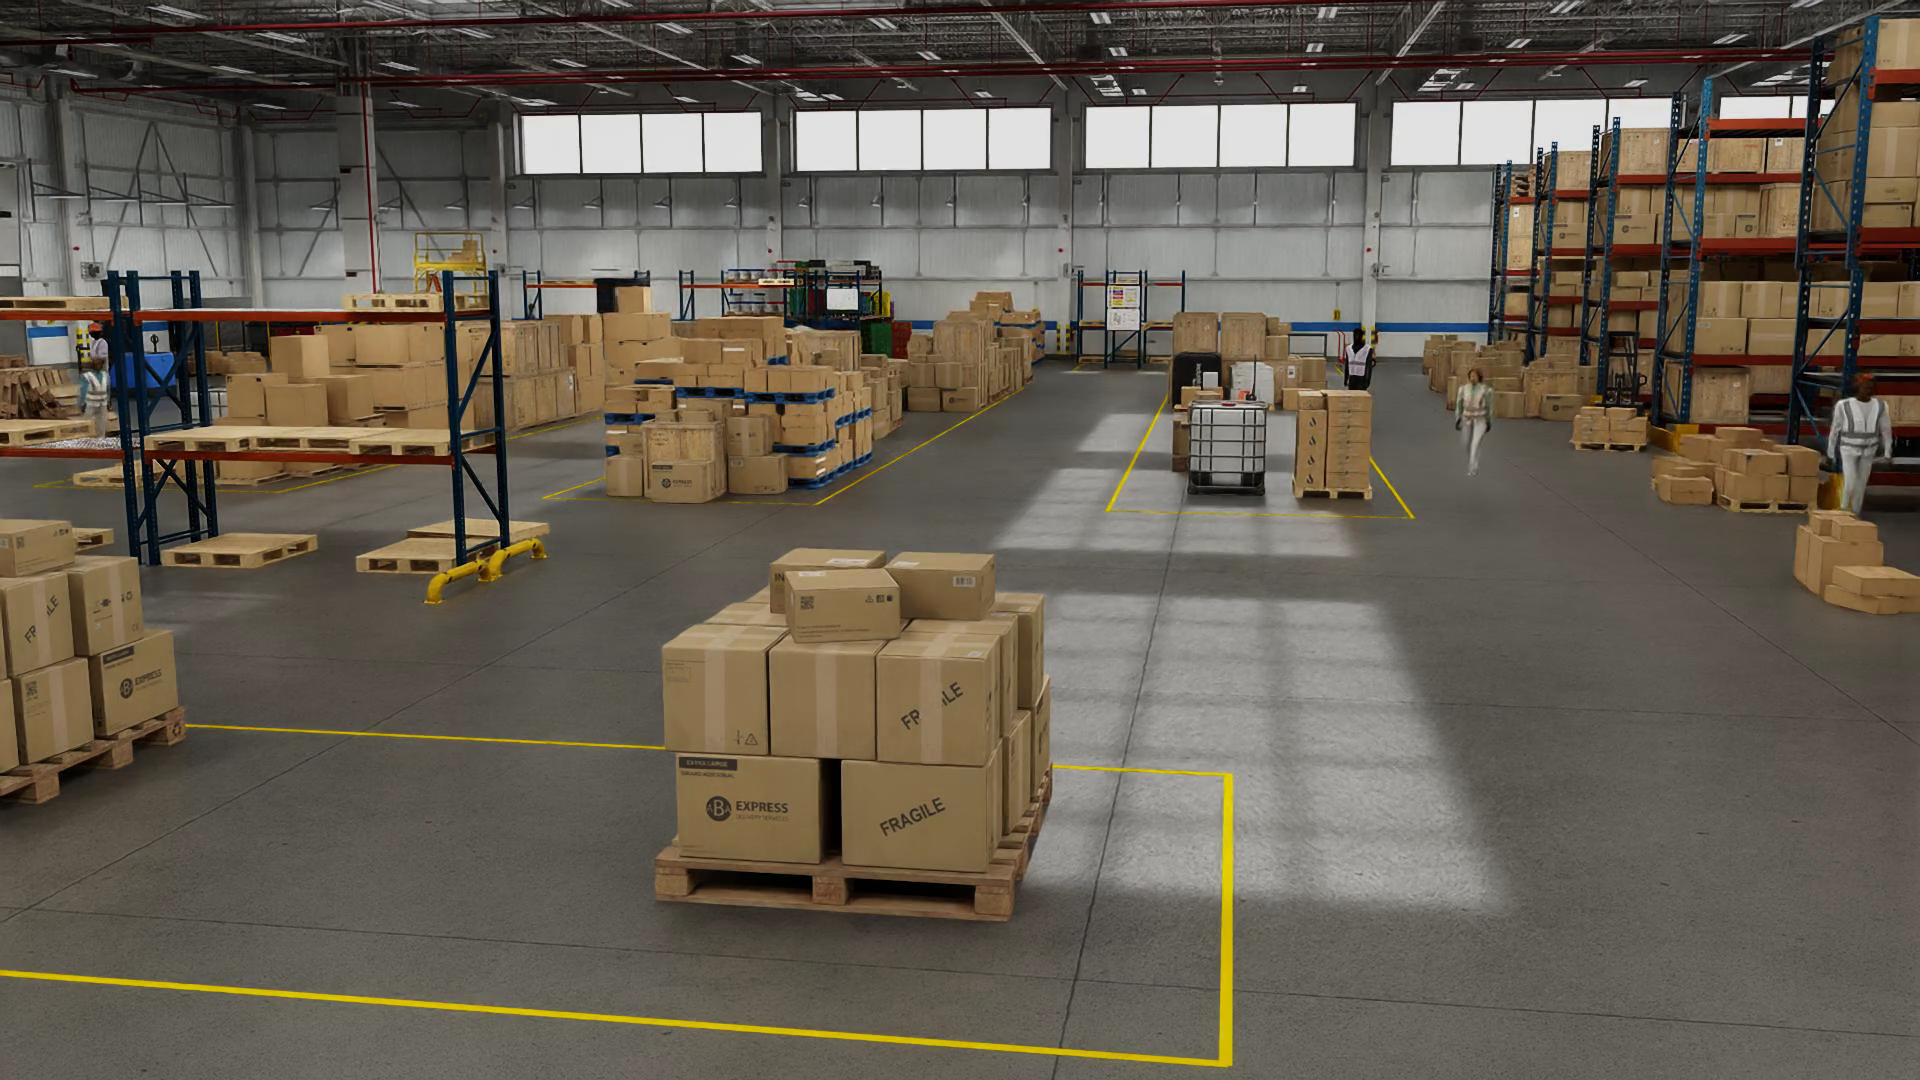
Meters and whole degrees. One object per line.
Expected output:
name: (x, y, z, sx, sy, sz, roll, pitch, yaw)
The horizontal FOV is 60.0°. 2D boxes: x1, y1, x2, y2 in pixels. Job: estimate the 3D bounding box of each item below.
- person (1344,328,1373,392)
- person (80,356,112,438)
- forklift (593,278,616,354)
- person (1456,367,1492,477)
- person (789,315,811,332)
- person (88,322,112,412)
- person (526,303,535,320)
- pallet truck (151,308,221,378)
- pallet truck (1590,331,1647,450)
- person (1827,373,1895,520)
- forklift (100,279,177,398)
person: (7.810, -3.190, 32.587, 0.385, 1.911, 0.592, -9, 13, -44)
person: (-14.436, -2.253, 27.701, 0.530, 1.617, 0.538, 4, 10, 25)
forklift: (-9.667, -5.753, 45.399, 1.873, 2.768, 1.129, 0, 9, 3)
person: (7.610, -1.752, 24.582, 0.528, 1.620, 0.567, 6, 11, 31)
person: (-4.000, -4.633, 41.406, 0.652, 1.928, 0.435, -7, 11, -36)
person: (-18.186, -3.618, 35.114, 0.547, 1.942, 0.351, 7, 11, 36)
person: (-14.428, -6.996, 55.977, 0.371, 1.933, 0.627, -2, 9, -10)
pallet truck: (-21.869, -5.598, 47.154, 0.823, 1.965, 1.885, 4, 10, 26)
pallet truck: (11.253, -2.573, 28.499, 0.823, 1.965, 1.885, 5, 10, 27)
person: (10.354, -0.979, 19.097, 0.611, 1.859, 0.696, 1, 9, 4)
forklift: (-19.606, -4.720, 39.027, 1.873, 2.768, 1.129, 1, 9, 9)
